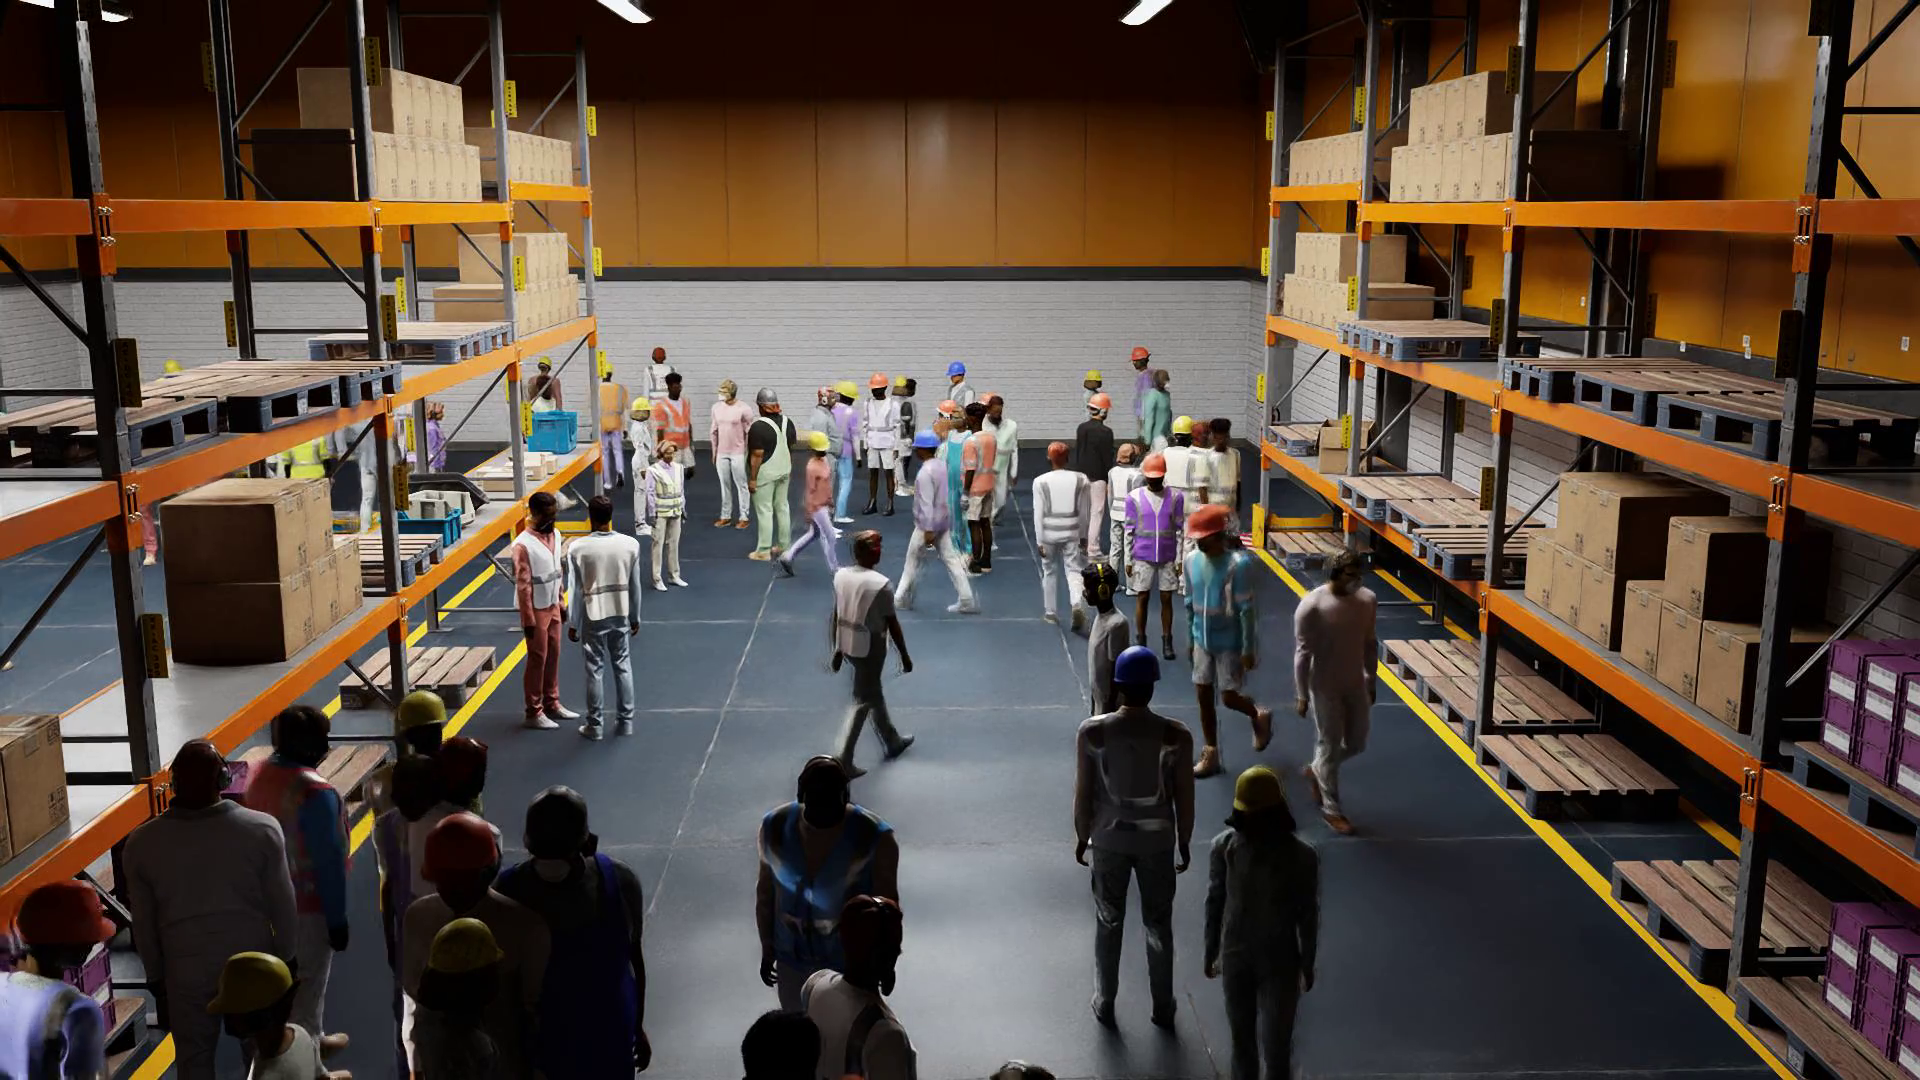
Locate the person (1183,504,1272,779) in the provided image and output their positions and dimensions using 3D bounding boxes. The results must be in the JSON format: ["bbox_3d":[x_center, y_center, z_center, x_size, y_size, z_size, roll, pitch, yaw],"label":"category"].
[{"bbox_3d":[1.933,0.717,12.115,0.733,2.010,0.667,-10,15,-42],"label":"person"}]

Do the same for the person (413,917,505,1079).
[{"bbox_3d":[-1.680,2.132,5.723,0.322,1.737,0.487,-8,14,-36],"label":"person"}]

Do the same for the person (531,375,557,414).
[{"bbox_3d":[-5.649,-1.289,22.512,0.466,1.902,0.605,3,12,16],"label":"person"}]

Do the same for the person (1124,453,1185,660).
[{"bbox_3d":[1.774,0.149,15.192,0.549,1.924,0.386,0,11,-1],"label":"person"}]

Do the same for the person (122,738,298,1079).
[{"bbox_3d":[-3.157,1.769,7.097,0.643,1.910,0.411,-4,12,-17],"label":"person"}]

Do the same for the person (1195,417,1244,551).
[{"bbox_3d":[2.776,-0.324,17.506,0.643,1.951,0.535,-8,14,-34],"label":"person"}]

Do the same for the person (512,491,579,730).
[{"bbox_3d":[-3.327,0.552,13.208,0.405,1.909,0.597,3,12,15],"label":"person"}]

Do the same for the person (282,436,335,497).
[{"bbox_3d":[-7.894,-0.717,20.145,0.576,1.669,0.465,-3,12,-14],"label":"person"}]

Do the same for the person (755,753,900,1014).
[{"bbox_3d":[-0.570,1.794,7.193,0.644,1.833,0.431,3,12,13],"label":"person"}]

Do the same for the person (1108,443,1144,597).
[{"bbox_3d":[1.774,-0.216,17.727,0.308,1.639,0.510,-9,15,-39],"label":"person"}]

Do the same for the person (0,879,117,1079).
[{"bbox_3d":[-3.033,2.058,5.654,0.541,1.907,0.406,3,12,14],"label":"person"}]

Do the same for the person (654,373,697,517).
[{"bbox_3d":[-3.837,-1.288,22.336,0.504,1.943,0.635,9,14,38],"label":"person"}]

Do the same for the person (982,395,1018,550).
[{"bbox_3d":[0.387,-0.849,20.282,0.624,1.890,0.642,-3,12,-16],"label":"person"}]

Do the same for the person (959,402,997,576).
[{"bbox_3d":[0.185,-0.574,18.699,0.367,1.966,0.607,6,13,27],"label":"person"}]

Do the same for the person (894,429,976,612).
[{"bbox_3d":[-0.291,-0.184,16.931,1.028,1.897,0.628,4,12,21],"label":"person"}]

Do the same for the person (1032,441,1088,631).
[{"bbox_3d":[0.996,-0.033,16.271,0.569,1.861,0.820,-1,11,-7],"label":"person"}]

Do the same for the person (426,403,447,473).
[{"bbox_3d":[-6.784,-0.965,21.512,0.313,1.629,0.525,-3,12,-17],"label":"person"}]

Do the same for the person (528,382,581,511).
[{"bbox_3d":[-5.700,-1.232,22.465,0.996,1.790,0.517,-2,11,-11],"label":"person"}]

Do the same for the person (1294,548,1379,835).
[{"bbox_3d":[2.480,0.968,11.086,0.655,1.920,0.581,-5,12,-23],"label":"person"}]

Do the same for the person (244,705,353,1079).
[{"bbox_3d":[-3.056,1.676,7.824,0.693,1.822,0.622,9,14,39],"label":"person"}]

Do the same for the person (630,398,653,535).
[{"bbox_3d":[-4.010,-0.935,21.072,0.294,1.744,0.487,-2,11,-10],"label":"person"}]

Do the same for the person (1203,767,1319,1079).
[{"bbox_3d":[1.299,1.822,7.284,0.502,1.727,0.378,6,13,28],"label":"person"}]

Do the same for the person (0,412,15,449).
[{"bbox_3d":[-11.941,-0.946,20.514,0.643,1.981,0.457,-2,12,-11],"label":"person"}]

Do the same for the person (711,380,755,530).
[{"bbox_3d":[-2.925,-1.099,21.408,0.629,1.936,0.372,6,13,26],"label":"person"}]

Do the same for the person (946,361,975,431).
[{"bbox_3d":[-0.015,-1.605,23.947,0.416,1.939,0.605,-7,13,-30],"label":"person"}]

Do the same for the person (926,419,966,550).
[{"bbox_3d":[-0.102,-0.663,20.020,0.622,1.611,0.519,-3,12,-13],"label":"person"}]

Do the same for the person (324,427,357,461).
[{"bbox_3d":[-10.222,-2.328,27.303,0.684,2.000,0.535,9,14,38],"label":"person"}]

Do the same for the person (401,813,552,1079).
[{"bbox_3d":[-1.764,1.935,6.081,0.618,1.985,0.409,3,12,16],"label":"person"}]

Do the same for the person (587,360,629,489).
[{"bbox_3d":[-5.138,-1.669,24.347,0.583,1.911,0.550,-4,12,-21],"label":"person"}]

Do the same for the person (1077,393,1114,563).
[{"bbox_3d":[1.597,-0.730,19.463,0.431,1.981,0.634,-7,13,-32],"label":"person"}]

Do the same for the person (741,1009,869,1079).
[{"bbox_3d":[-0.559,2.216,4.922,0.740,1.879,0.617,7,13,32],"label":"person"}]

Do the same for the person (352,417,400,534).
[{"bbox_3d":[-7.129,-0.853,20.351,0.660,1.889,0.999,2,11,9],"label":"person"}]
